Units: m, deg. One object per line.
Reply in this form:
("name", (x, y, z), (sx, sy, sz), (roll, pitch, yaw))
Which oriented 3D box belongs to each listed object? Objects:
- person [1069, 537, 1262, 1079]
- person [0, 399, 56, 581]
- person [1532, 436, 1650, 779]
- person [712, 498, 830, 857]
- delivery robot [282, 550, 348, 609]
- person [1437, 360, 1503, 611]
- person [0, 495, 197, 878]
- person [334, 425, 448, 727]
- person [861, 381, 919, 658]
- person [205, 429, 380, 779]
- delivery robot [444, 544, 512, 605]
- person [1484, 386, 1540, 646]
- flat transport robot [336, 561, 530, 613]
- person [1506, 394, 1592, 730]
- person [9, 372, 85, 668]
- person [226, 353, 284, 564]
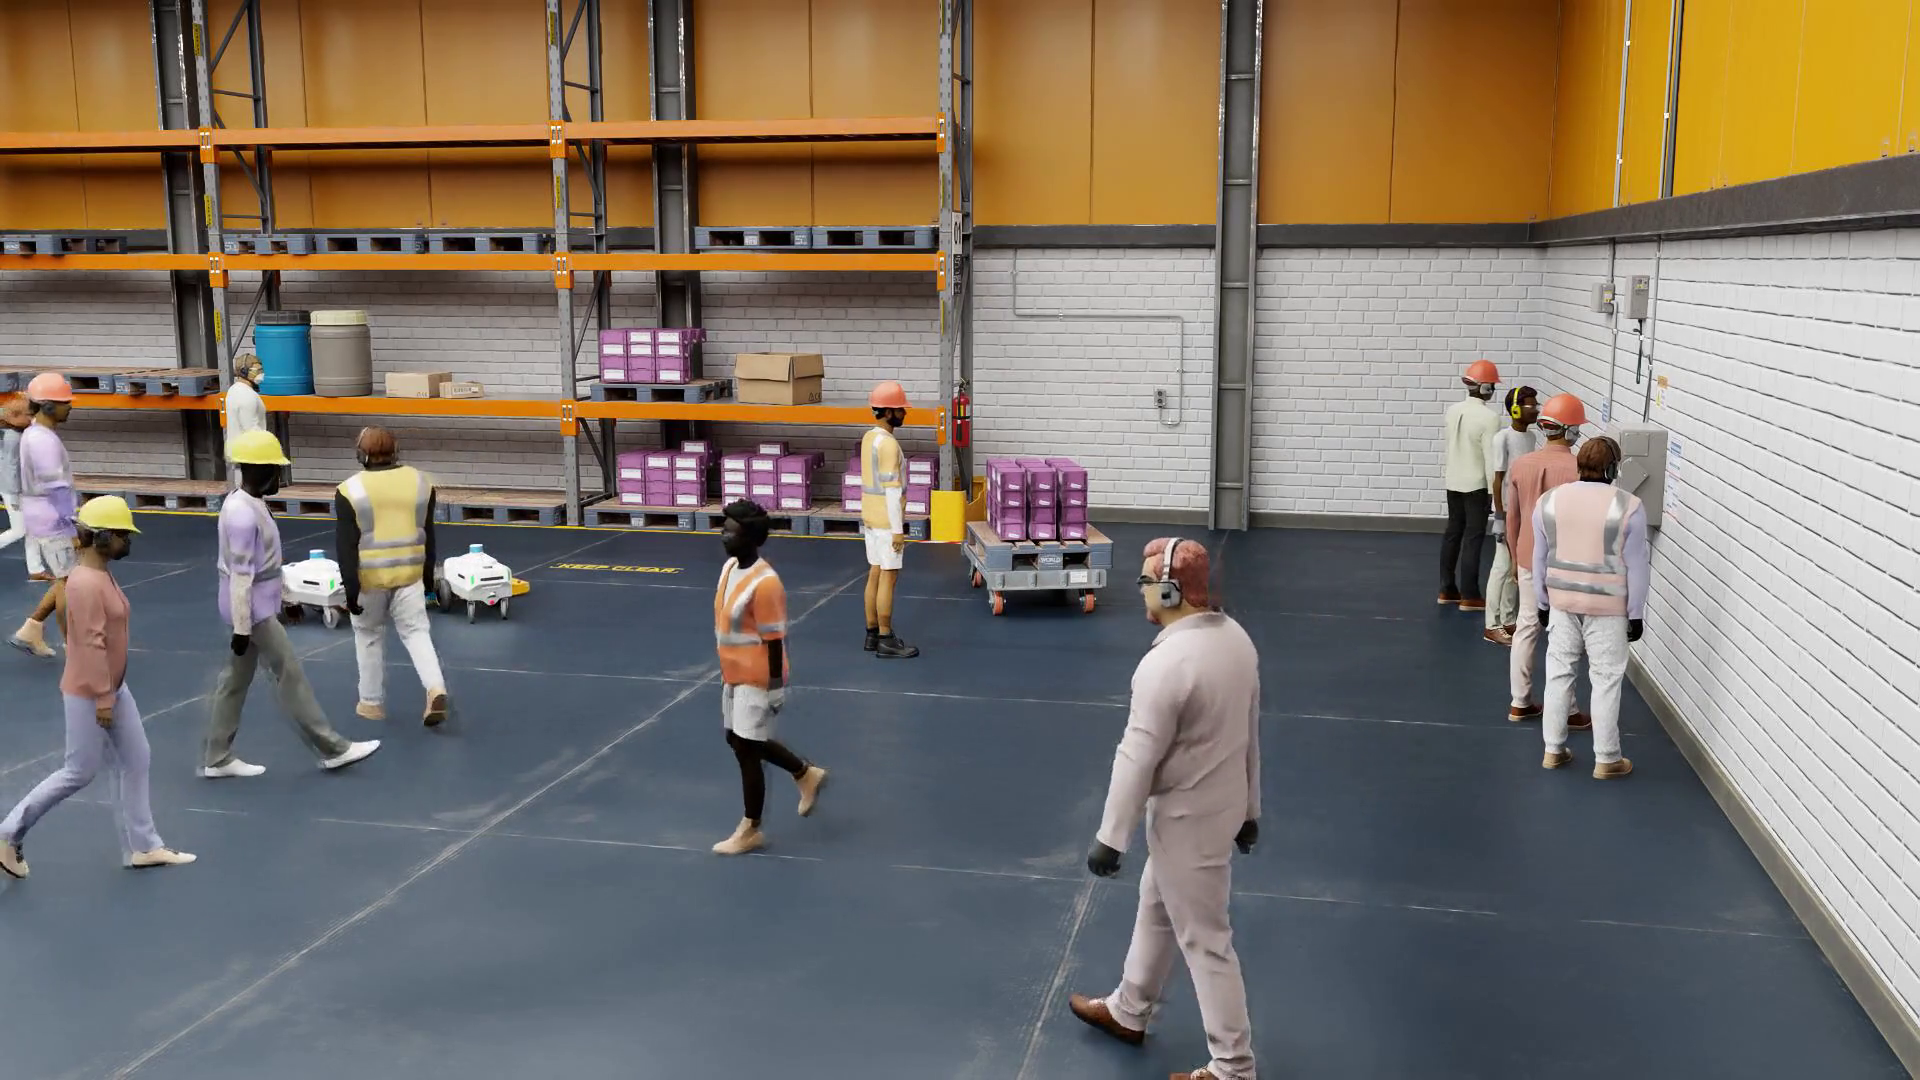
("person", (0.648, 0.918, 5.578), (0.895, 1.866, 0.652), (5, 11, 28))
("person", (-8.116, -0.406, 14.189), (0.602, 1.603, 0.531), (-3, 10, -17))
("person", (3.400, 0.359, 8.969), (0.623, 1.844, 0.429), (9, 13, 43))
("person", (-0.902, 0.626, 7.828), (0.570, 1.685, 0.532), (-5, 11, -26))
("delivery robot", (-4.914, 0.318, 12.738), (0.707, 0.478, 0.477), (5, 11, 29))
("person", (4.084, -0.433, 13.234), (0.401, 1.990, 0.624), (-4, 10, -22))
("person", (-3.950, 0.669, 7.453), (0.788, 1.731, 0.541), (-3, 10, -15))
("person", (-3.375, 0.222, 9.880), (0.630, 1.820, 0.843), (-8, 13, -40))
("person", (-0.501, -0.141, 11.644), (0.356, 1.937, 0.552), (-4, 10, -21))
("person", (-3.642, 0.350, 8.908), (0.945, 1.886, 0.592), (-4, 10, -24))
("delivery robot", (-3.764, 0.277, 12.979), (0.477, 0.478, 0.707), (-6, 12, -33))
("person", (4.035, -0.181, 12.067), (0.524, 1.876, 0.325), (-9, 13, -44))
("flat transport robot", (-4.300, 0.378, 13.499), (1.431, 0.197, 0.652), (-9, 13, -42))
("person", (3.522, 0.131, 9.863), (0.375, 1.995, 0.611), (-7, 12, -37))
("person", (-6.086, -0.112, 11.197), (0.538, 2.030, 0.637), (-6, 11, -30))
("person", (-6.443, -0.723, 15.098), (0.377, 1.936, 0.628), (-6, 12, -33))
